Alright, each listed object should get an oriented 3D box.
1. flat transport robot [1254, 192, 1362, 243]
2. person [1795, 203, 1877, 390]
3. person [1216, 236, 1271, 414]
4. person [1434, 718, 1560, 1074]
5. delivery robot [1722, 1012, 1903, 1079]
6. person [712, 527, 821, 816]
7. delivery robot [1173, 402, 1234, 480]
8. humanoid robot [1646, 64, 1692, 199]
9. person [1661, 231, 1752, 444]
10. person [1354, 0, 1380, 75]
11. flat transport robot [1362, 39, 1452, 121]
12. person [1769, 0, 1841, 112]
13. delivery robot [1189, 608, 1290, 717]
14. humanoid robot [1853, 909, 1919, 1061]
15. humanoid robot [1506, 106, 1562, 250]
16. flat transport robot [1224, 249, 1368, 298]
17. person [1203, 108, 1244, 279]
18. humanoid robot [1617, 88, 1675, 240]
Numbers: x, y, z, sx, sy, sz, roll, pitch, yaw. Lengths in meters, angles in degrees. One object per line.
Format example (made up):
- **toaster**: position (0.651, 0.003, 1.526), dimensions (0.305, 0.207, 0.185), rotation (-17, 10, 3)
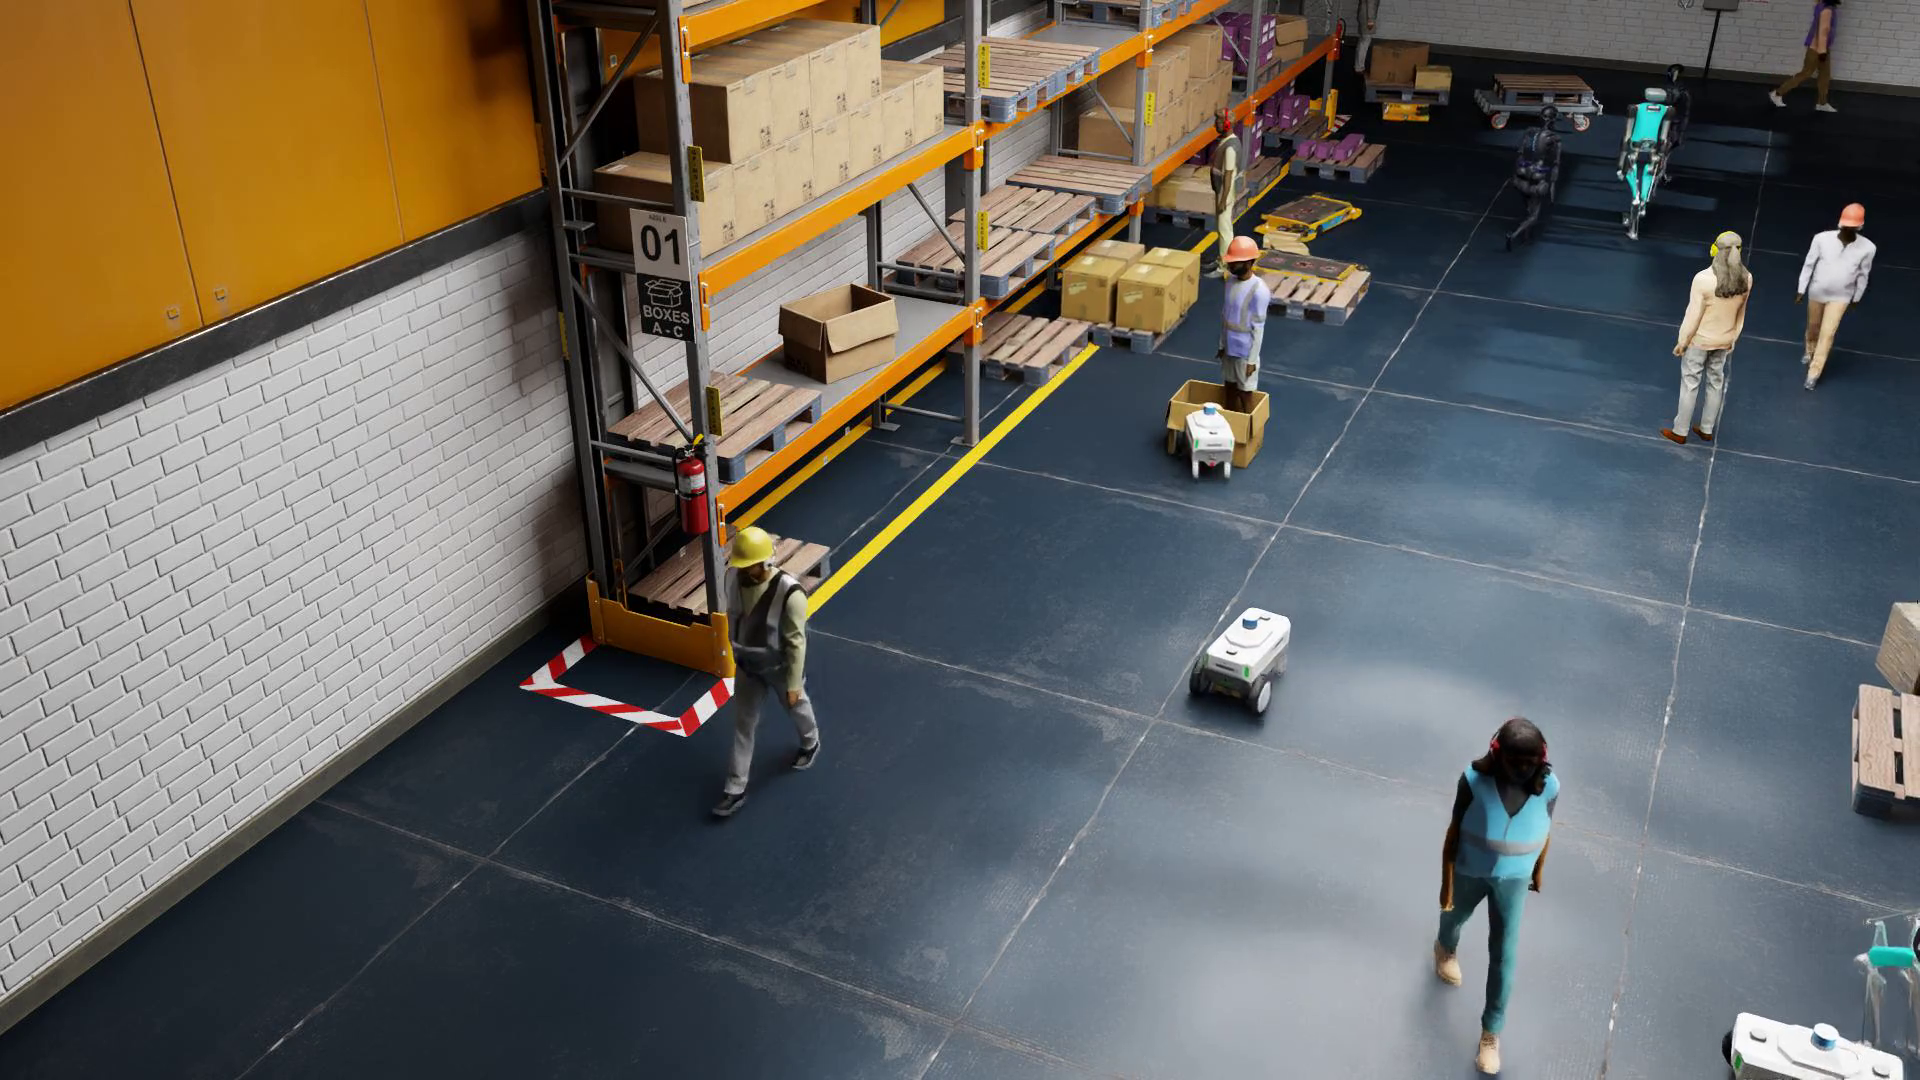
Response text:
- **flat transport robot**: position (4.173, -3.856, 19.878), dimensions (0.659, 0.231, 1.431), rotation (22, 35, 34)
- **person**: position (8.147, -2.339, 15.547), dimensions (0.552, 1.709, 0.916), rotation (18, 33, 30)
- **person**: position (2.335, -1.616, 13.985), dimensions (0.376, 1.933, 0.542), rotation (-13, 31, -22)
- **person**: position (2.597, 1.613, 8.115), dimensions (0.509, 1.827, 0.926), rotation (6, 29, 10)
- **delivery robot**: position (3.976, 2.511, 7.762), dimensions (0.765, 0.586, 0.499), rotation (13, 31, 22)
- **person**: position (-1.142, 0.716, 9.803), dimensions (0.597, 1.783, 0.931), rotation (14, 32, 25)
- **delivery robot**: position (2.088, -0.870, 14.031), dimensions (0.499, 0.586, 0.765), rotation (0, 28, -1)
- **humanoid robot**: position (8.887, -5.143, 20.834), dimensions (0.773, 1.636, 0.609), rotation (-19, 33, -31)
- **person**: position (6.403, -1.711, 14.211), dimensions (0.563, 1.875, 0.390), rotation (-5, 29, -9)
- **person**: position (6.536, -8.370, 26.619), dimensions (0.367, 1.823, 0.520), rotation (1, 28, 1)
- **flat transport robot**: position (6.616, -6.510, 24.799), dimensions (0.659, 0.231, 1.431), rotation (5, 29, 9)
- **person**: position (12.644, -7.297, 24.551), dimensions (0.921, 1.900, 0.544), rotation (15, 32, 26)
- **delivery robot**: position (1.883, 0.782, 10.997), dimensions (0.499, 0.614, 0.796), rotation (17, 33, 29)
- **humanoid robot**: position (4.615, 1.789, 7.848), dimensions (0.531, 1.765, 0.700), rotation (-8, 29, -14)
- **humanoid robot**: position (6.457, -4.103, 18.874), dimensions (0.634, 1.635, 0.598), rotation (-18, 33, -30)
- **flat transport robot**: position (3.668, -2.907, 18.119), dimensions (1.431, 0.231, 0.659), rotation (16, 32, 27)
- **person**: position (2.886, -3.762, 18.055), dimensions (0.376, 1.836, 0.558), rotation (1, 28, 3)
- **humanoid robot**: position (7.849, -4.255, 19.069), dimensions (0.547, 1.730, 1.017), rotation (2, 28, 3)
